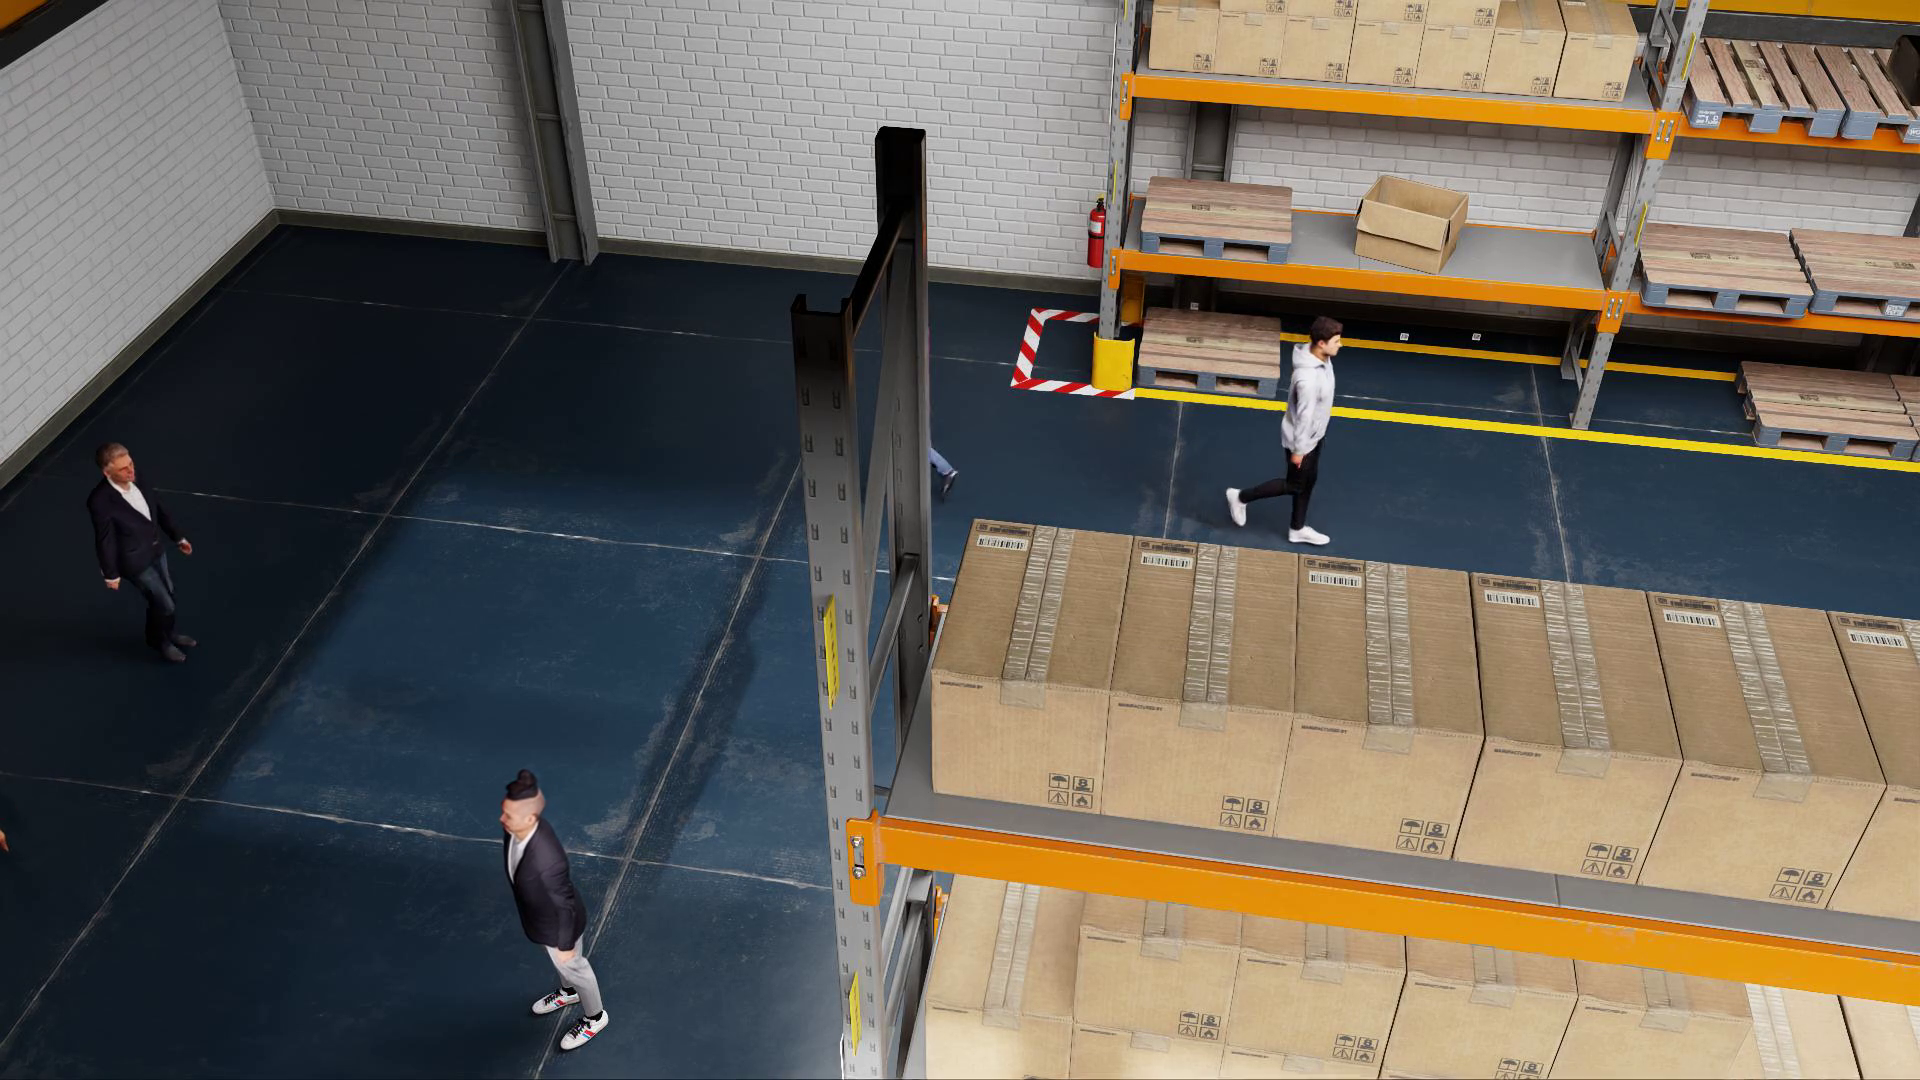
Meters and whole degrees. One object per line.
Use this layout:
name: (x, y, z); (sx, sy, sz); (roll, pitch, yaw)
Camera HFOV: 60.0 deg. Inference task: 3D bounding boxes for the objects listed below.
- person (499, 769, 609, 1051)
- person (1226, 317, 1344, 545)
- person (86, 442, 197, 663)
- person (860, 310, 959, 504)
person: (-2.153, 1.932, 8.745); (0.850, 1.949, 0.772); (-27, 46, -29)
person: (2.416, -0.788, 12.189); (1.097, 1.904, 0.812); (14, 41, 17)
person: (-5.613, 0.049, 11.233); (0.643, 1.788, 0.676); (8, 39, 10)
person: (-0.391, -1.012, 12.527); (0.996, 1.831, 0.673); (6, 39, 8)
